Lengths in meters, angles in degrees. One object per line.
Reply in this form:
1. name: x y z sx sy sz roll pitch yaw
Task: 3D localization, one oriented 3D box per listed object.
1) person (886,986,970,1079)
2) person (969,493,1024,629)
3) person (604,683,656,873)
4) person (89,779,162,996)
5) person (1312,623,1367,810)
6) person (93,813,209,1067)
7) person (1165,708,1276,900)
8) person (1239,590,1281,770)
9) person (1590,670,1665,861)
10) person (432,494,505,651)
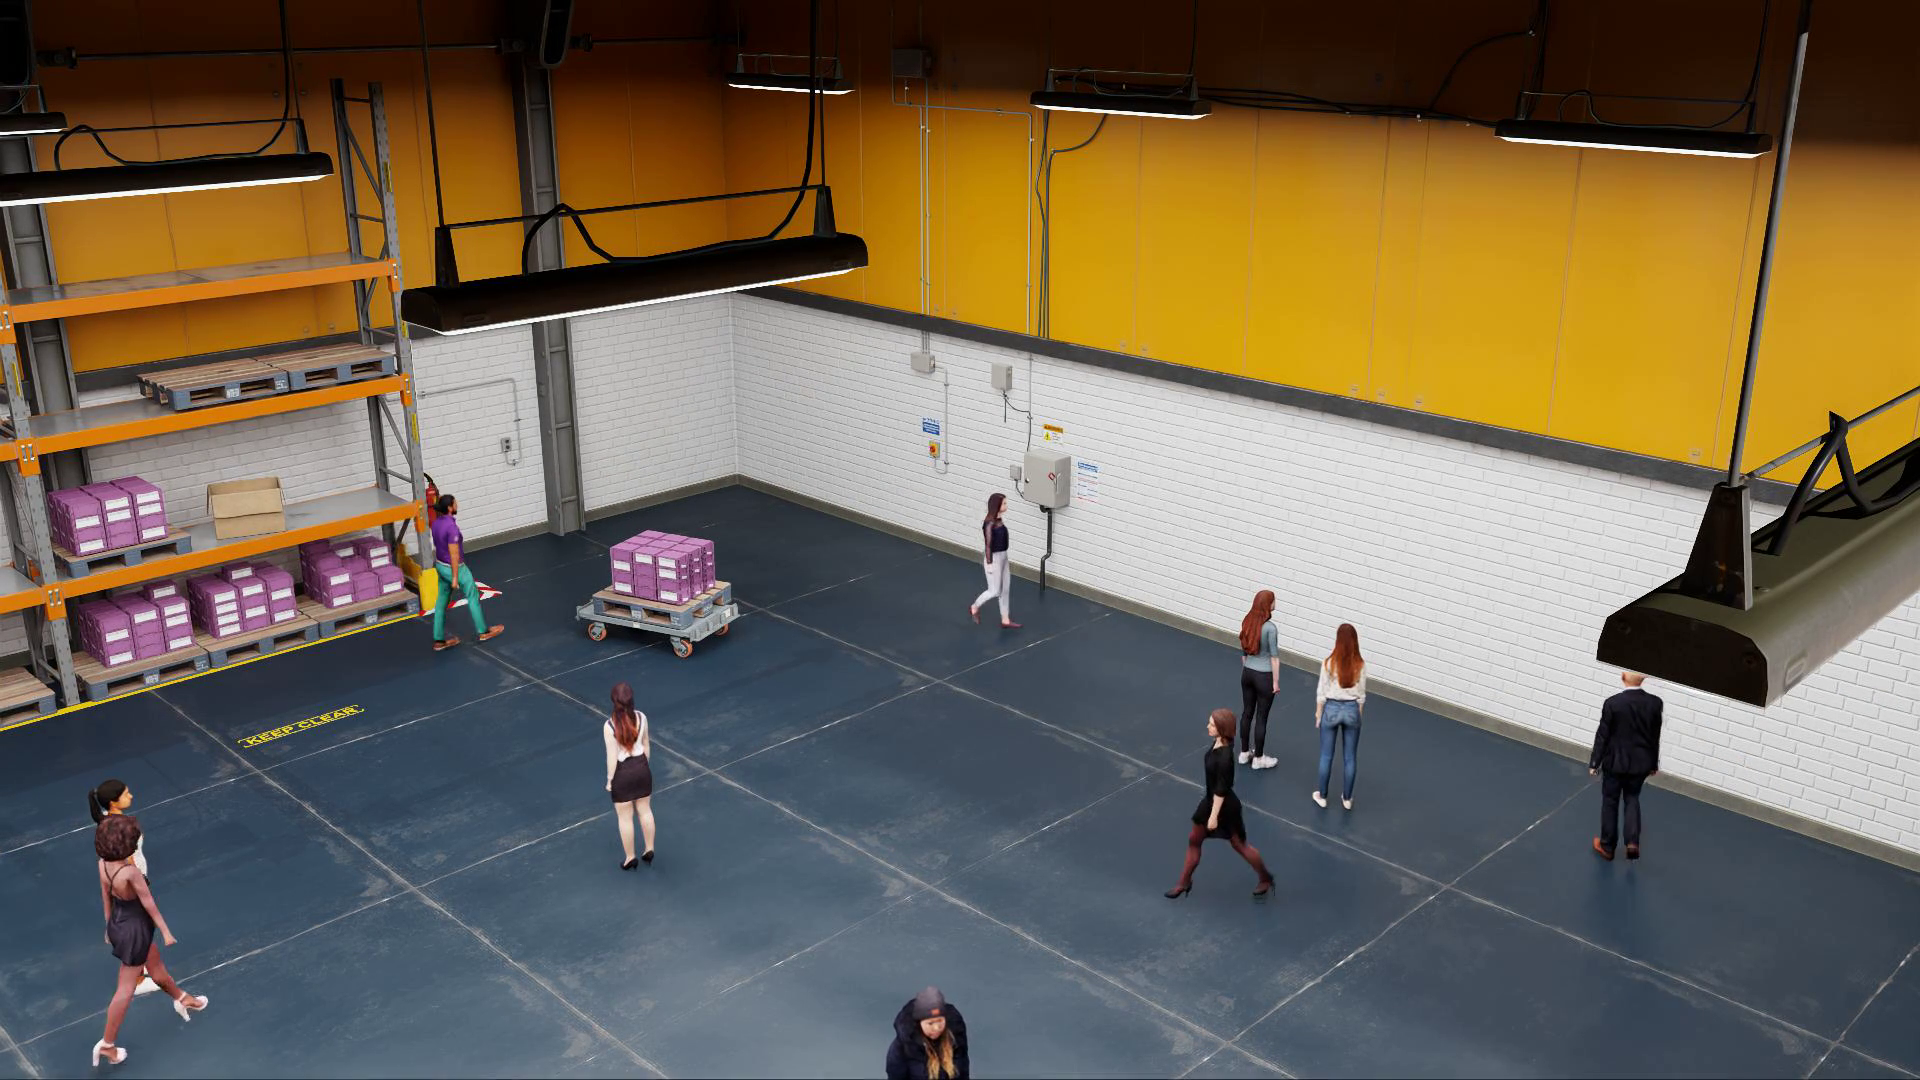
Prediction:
1. person: -0.182 3.300 9.606 0.675 1.675 0.799 -10 21 -26
2. person: 0.378 0.258 18.762 0.882 1.596 0.885 7 20 20
3. person: -2.720 1.944 13.676 0.458 1.648 0.626 -16 24 -39
4. person: -6.045 2.491 12.058 0.536 1.645 0.584 -15 24 -37
5. person: 3.376 1.553 14.711 0.643 1.729 0.681 2 19 6
6. person: -5.647 2.731 11.198 0.751 1.738 1.148 11 22 30
7. person: 2.153 2.132 13.105 1.151 1.656 1.072 -1 19 -2
8. person: 2.782 1.285 15.483 0.580 1.743 0.620 -13 23 -34
9. person: 5.512 1.864 13.695 0.919 1.787 0.979 1 19 3
10. person: -5.646 0.379 18.183 0.669 1.737 1.009 15 24 37
